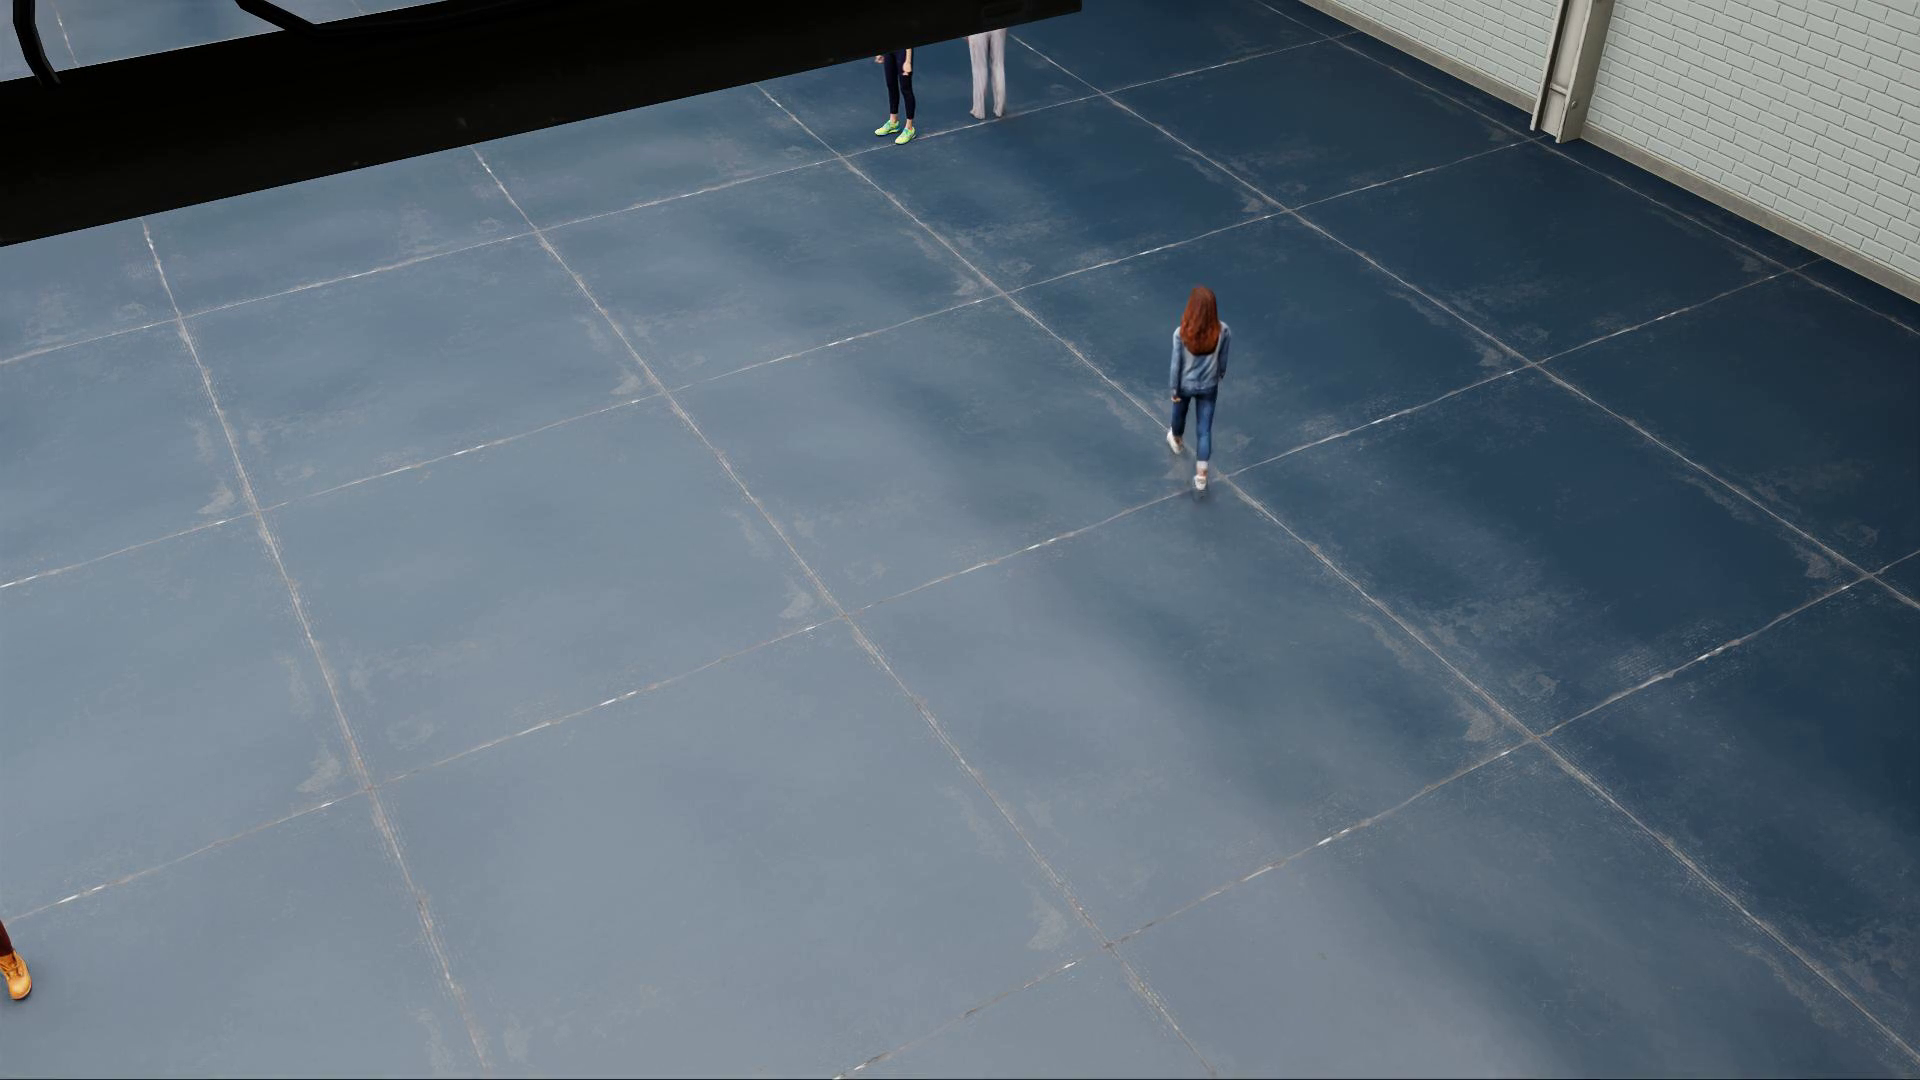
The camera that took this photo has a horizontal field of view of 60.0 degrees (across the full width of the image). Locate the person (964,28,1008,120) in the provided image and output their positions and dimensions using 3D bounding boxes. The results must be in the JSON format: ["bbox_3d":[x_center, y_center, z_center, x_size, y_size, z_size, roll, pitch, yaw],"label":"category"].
[{"bbox_3d":[0.266,-4.943,16.063,0.639,1.773,0.610,-9,39,-11],"label":"person"}]

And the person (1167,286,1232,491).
[{"bbox_3d":[1.633,-1.016,11.304,0.874,1.451,1.075,-1,38,-1],"label":"person"}]

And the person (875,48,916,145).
[{"bbox_3d":[-0.581,-4.612,15.697,0.708,1.702,0.547,-30,47,-32],"label":"person"}]
